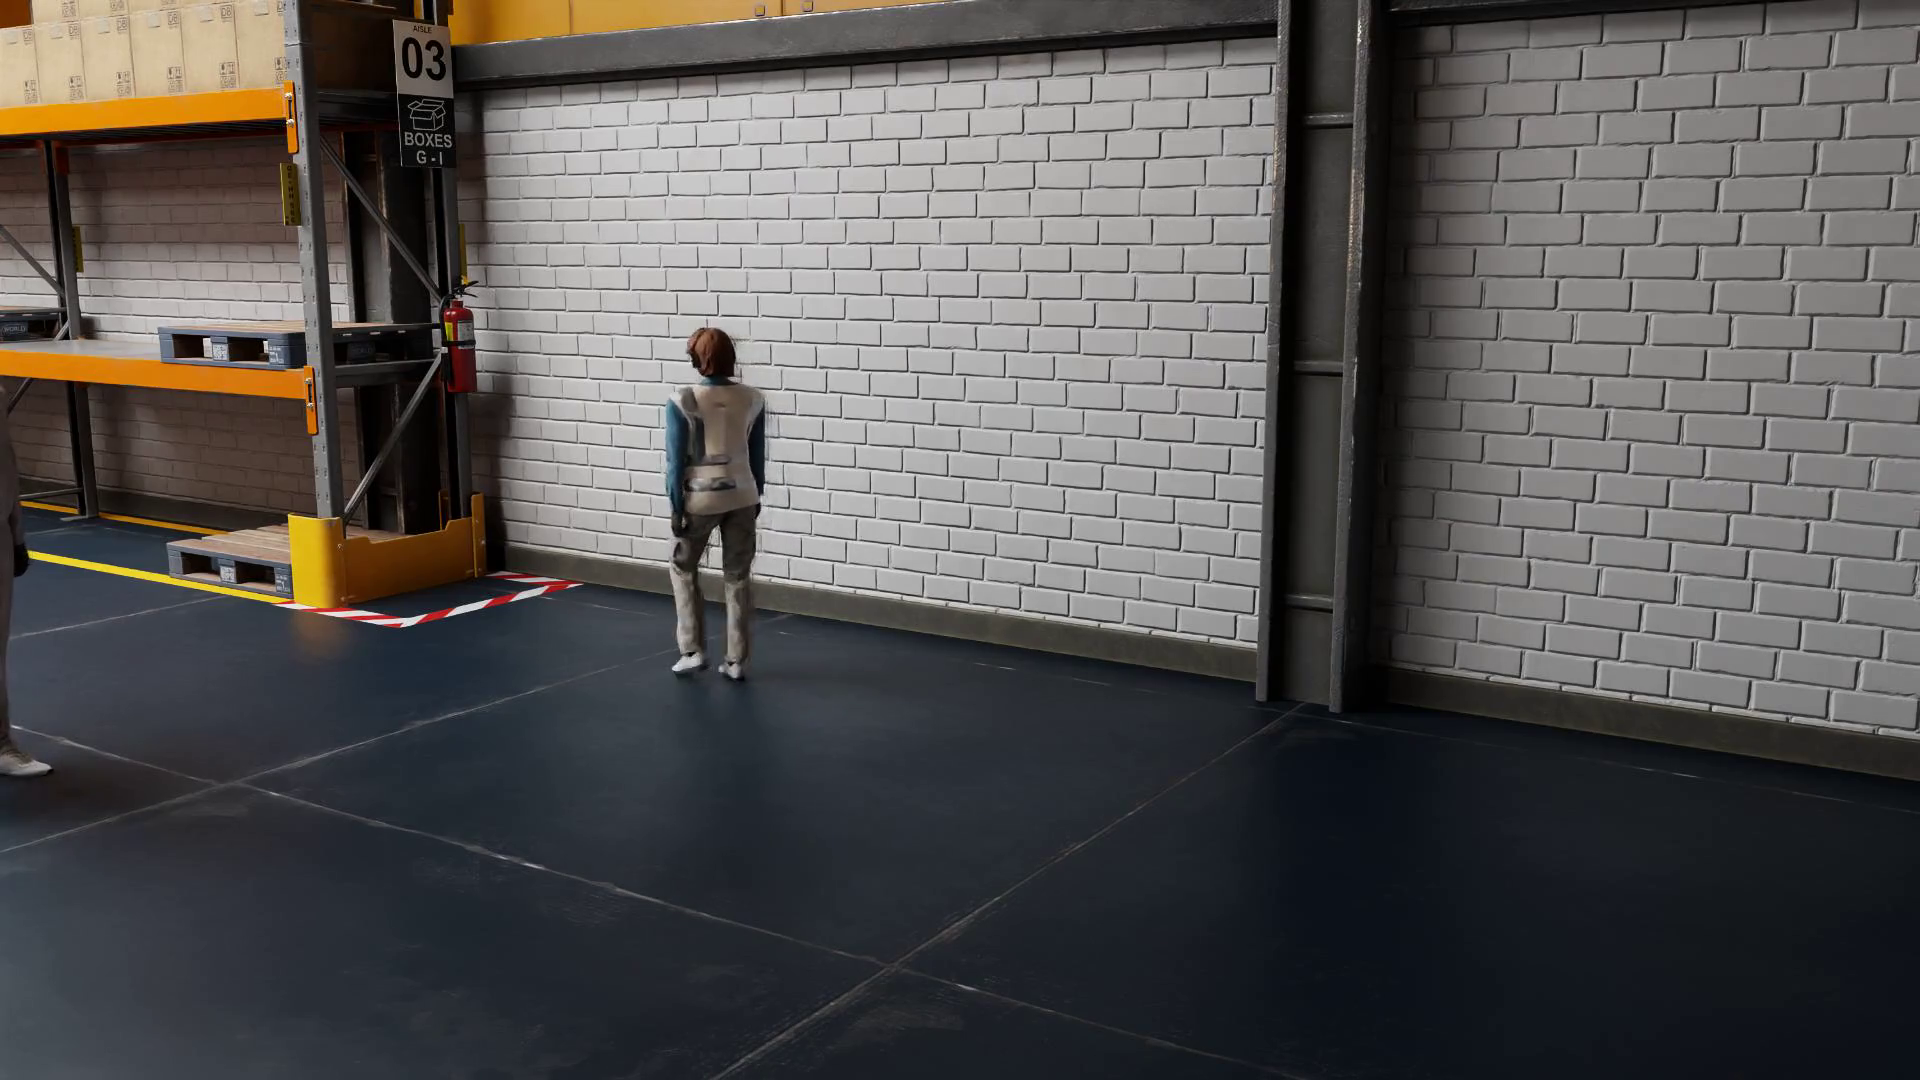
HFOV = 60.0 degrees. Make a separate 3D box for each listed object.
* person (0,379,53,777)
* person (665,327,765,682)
[{"bbox_3d":[-3.611,0.007,6.008,0.396,1.899,0.643,2,10,9],"label":"person"},{"bbox_3d":[-1.137,-0.160,7.666,0.528,1.627,0.458,-6,12,-30],"label":"person"}]
